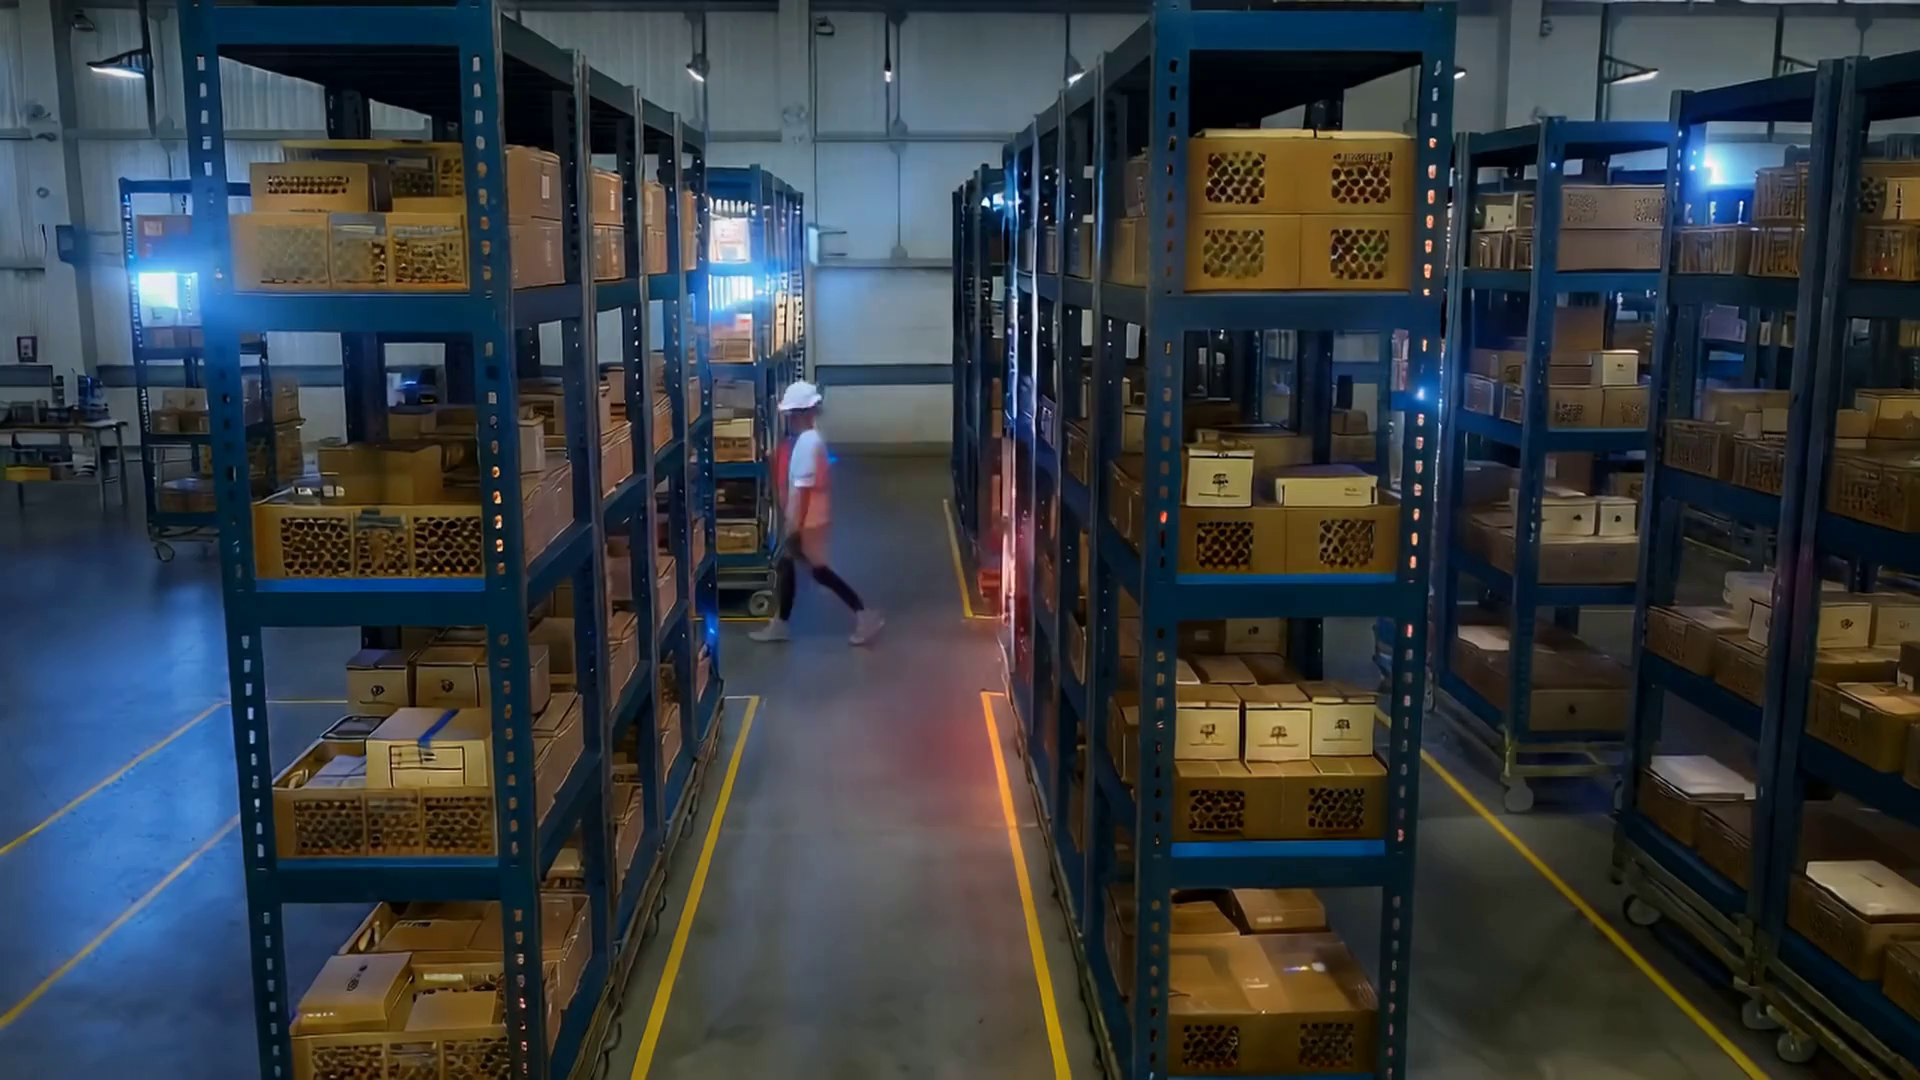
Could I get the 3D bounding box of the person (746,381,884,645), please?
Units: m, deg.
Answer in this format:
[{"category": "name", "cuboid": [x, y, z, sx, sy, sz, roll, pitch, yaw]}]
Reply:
[{"category": "person", "cuboid": [-1.070, -0.185, 12.352, 1.002, 2.006, 0.623, 0, 10, -2]}]
